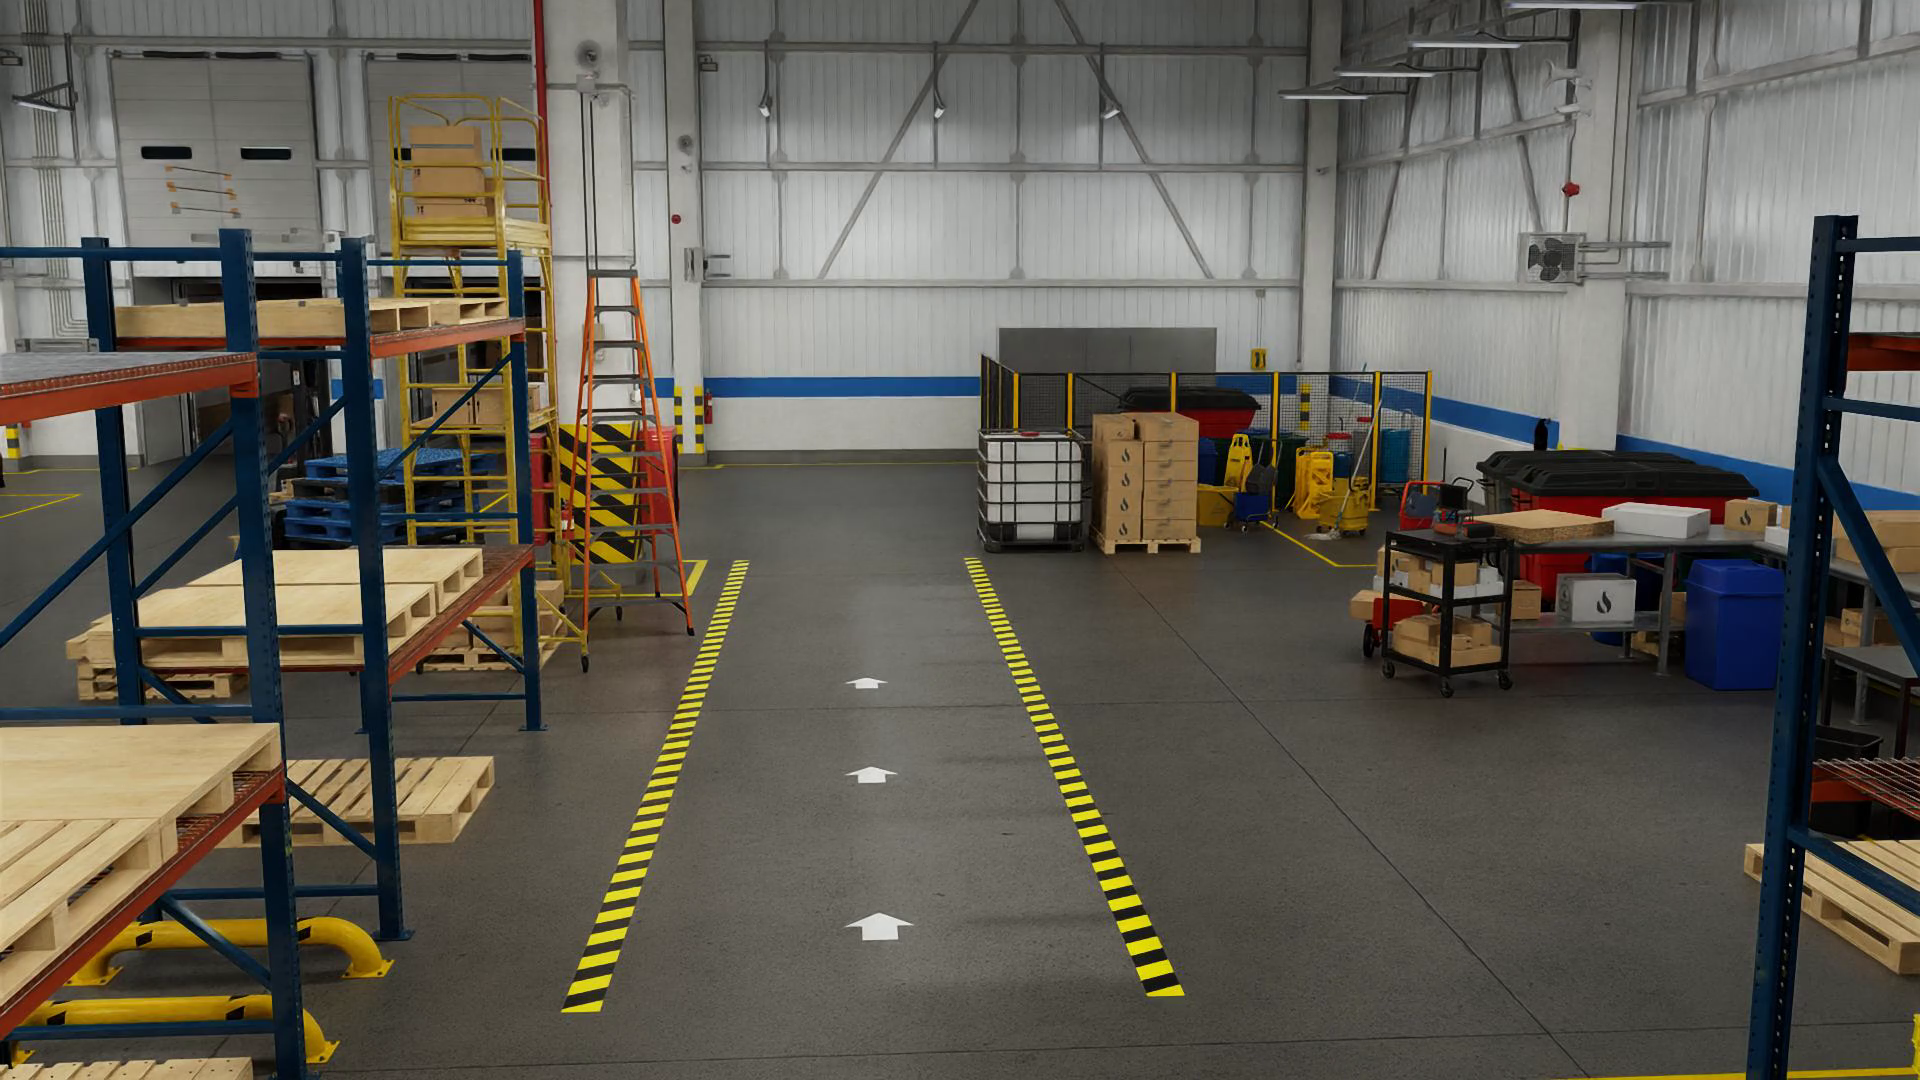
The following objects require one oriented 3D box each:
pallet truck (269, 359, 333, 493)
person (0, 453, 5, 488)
[{"bbox_3d":[-7.062,-1.131,18.996,1.885,1.965,0.823,2,9,13],"label":"pallet truck"},{"bbox_3d":[-13.183,-1.649,22.478,0.384,1.929,0.543,-9,13,-43],"label":"person"}]
